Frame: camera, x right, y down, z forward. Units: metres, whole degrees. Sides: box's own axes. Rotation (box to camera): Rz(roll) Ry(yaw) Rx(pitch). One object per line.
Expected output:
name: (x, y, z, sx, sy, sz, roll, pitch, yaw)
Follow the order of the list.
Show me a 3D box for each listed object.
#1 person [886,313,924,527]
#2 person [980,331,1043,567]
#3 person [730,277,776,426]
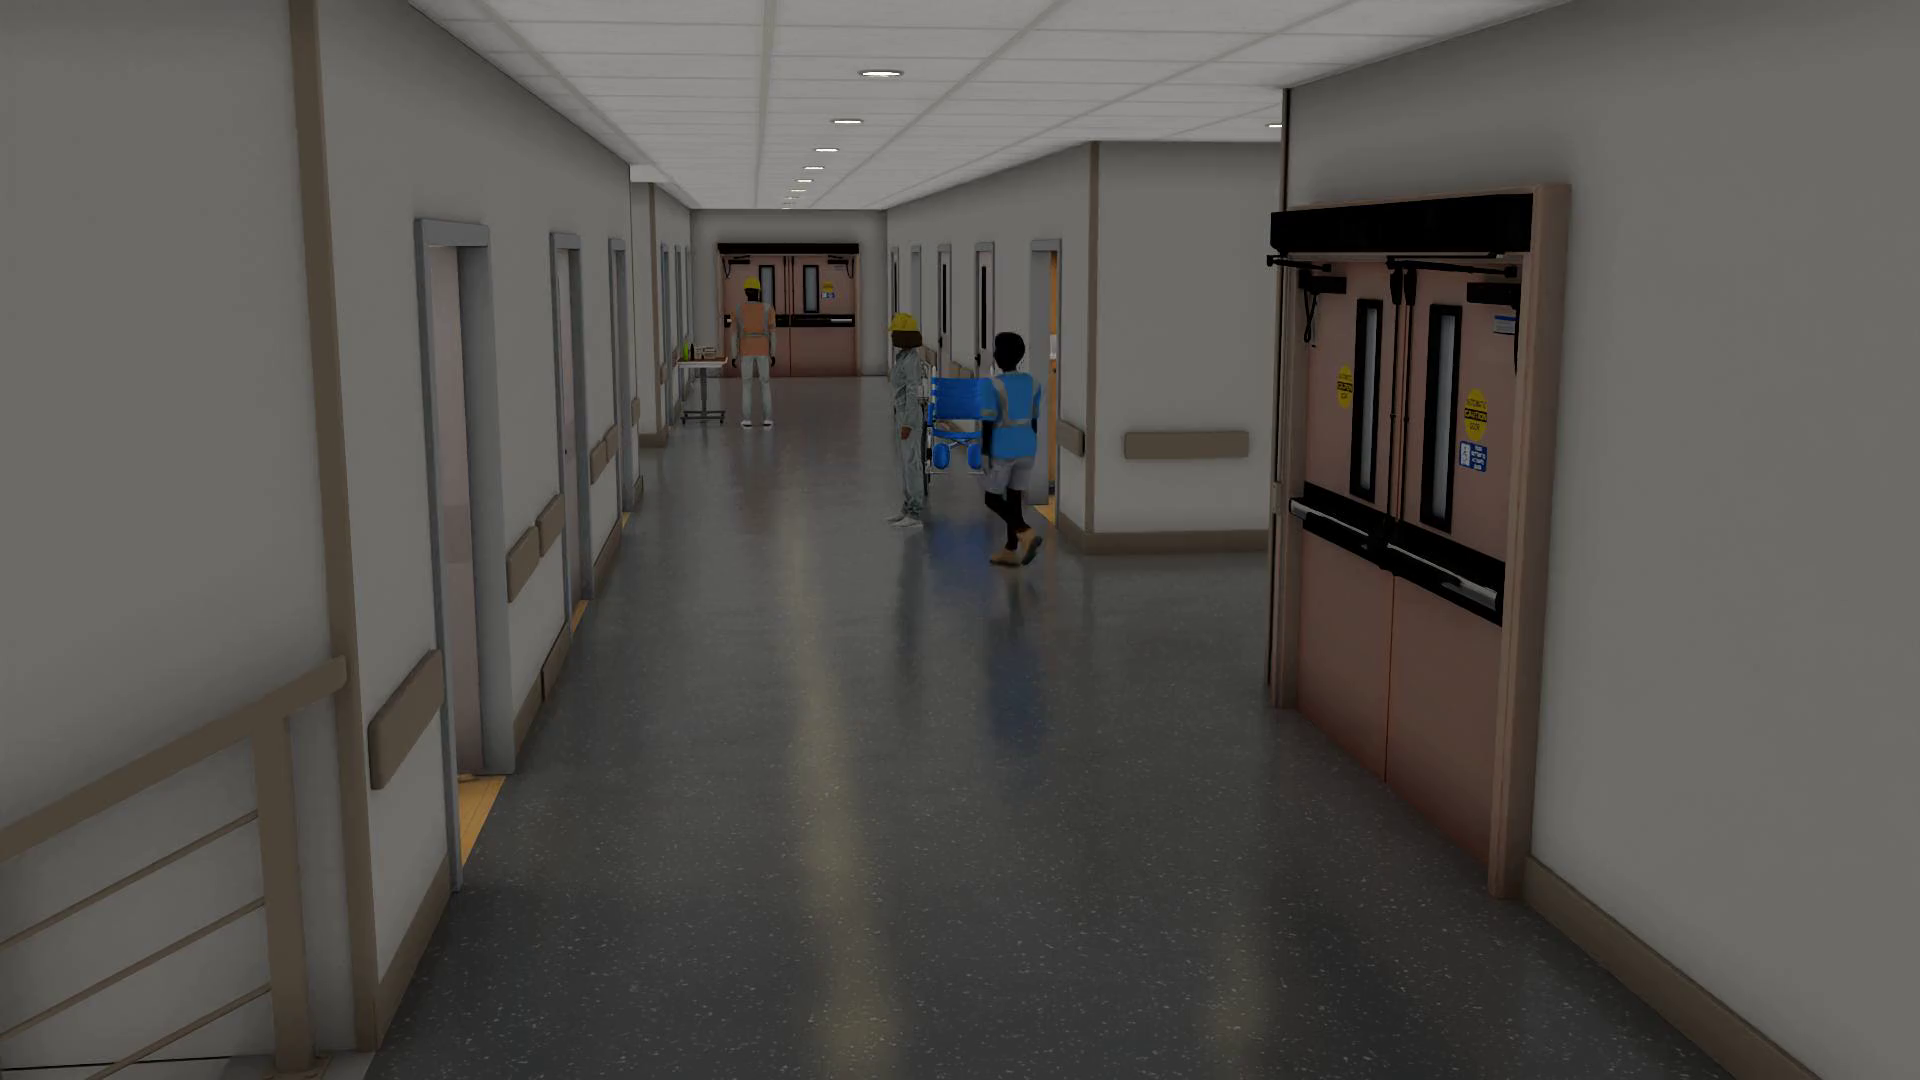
person: (-0.450, -0.975, 13.575, 0.294, 1.744, 0.486, -2, 10, -9)
person: (0.397, -0.611, 11.625, 0.534, 1.684, 0.554, -8, 13, -39)
person: (-2.672, -2.428, 21.518, 0.586, 1.921, 0.383, -2, 10, -10)
